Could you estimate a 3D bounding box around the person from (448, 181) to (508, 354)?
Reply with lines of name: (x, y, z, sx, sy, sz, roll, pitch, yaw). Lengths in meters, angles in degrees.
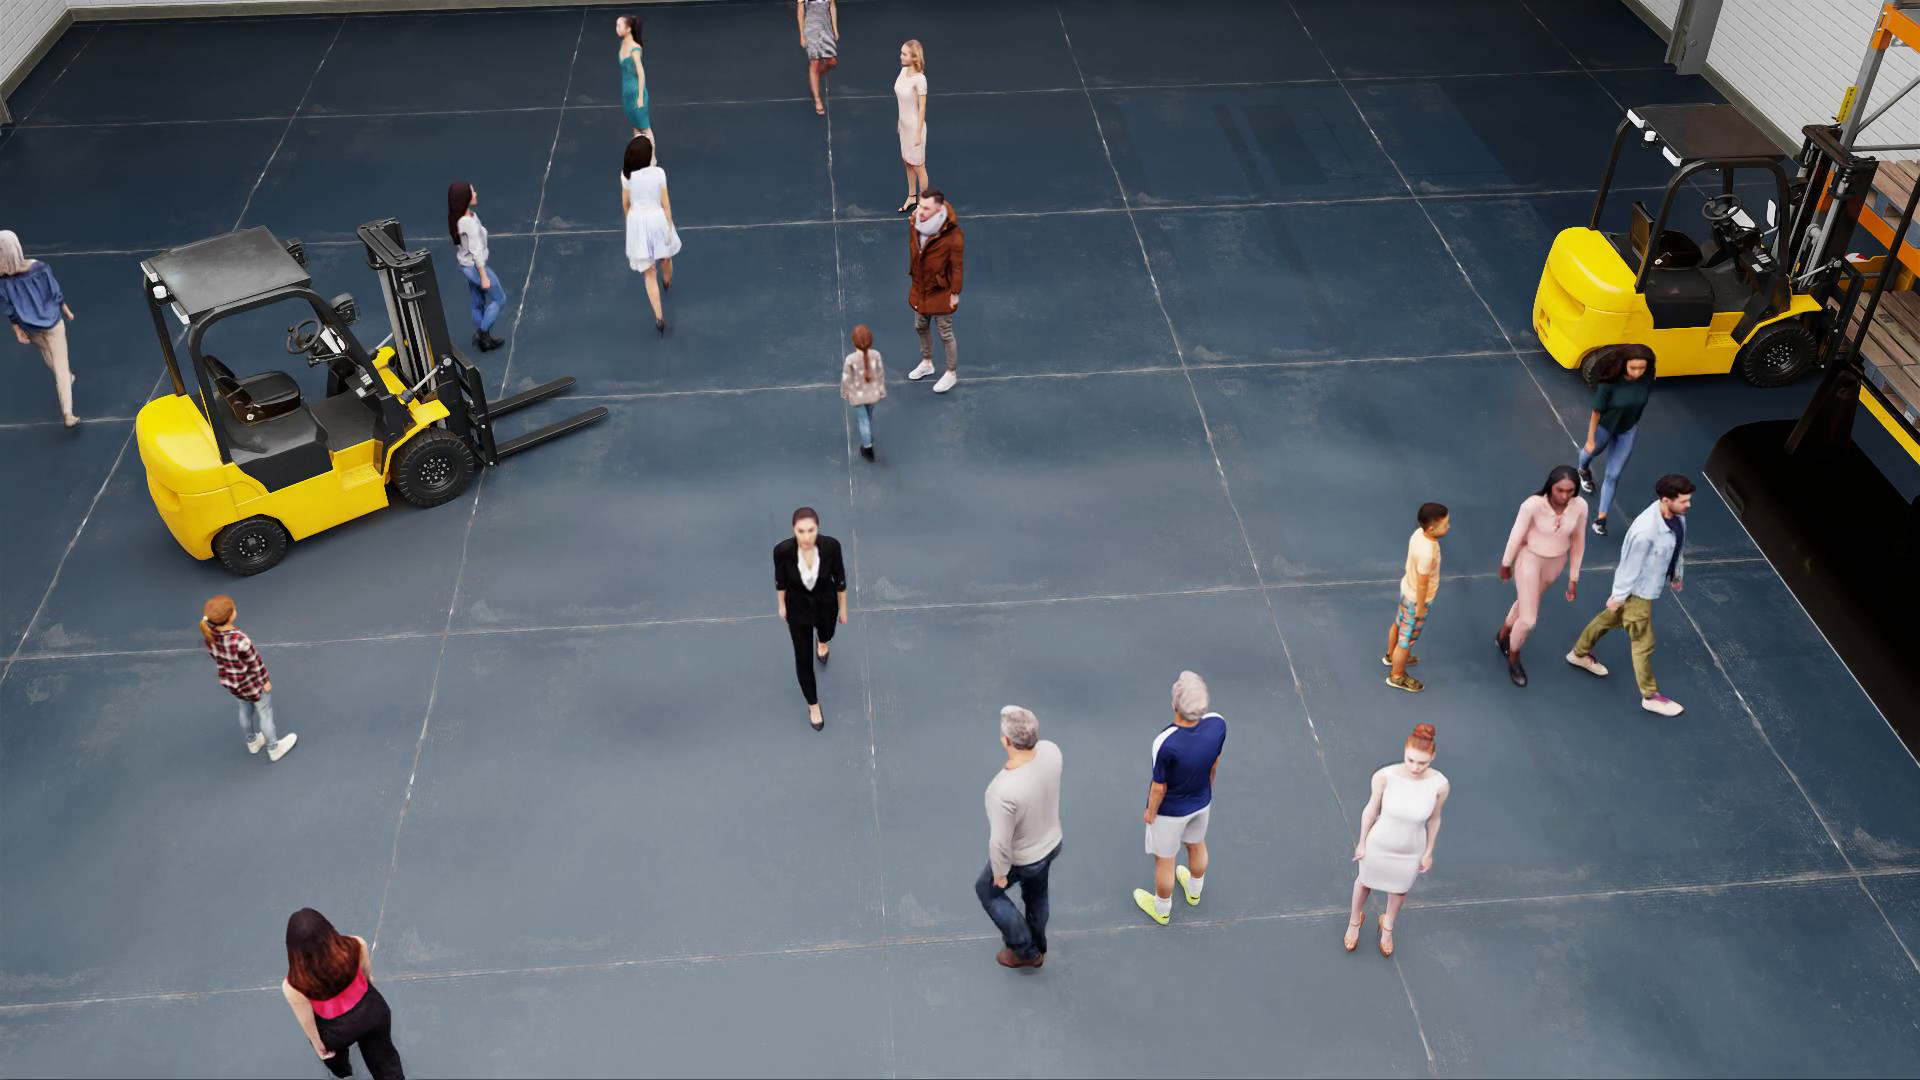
person: (-4.253, -2.313, 14.353, 0.785, 1.625, 0.694, -24, 45, -27)

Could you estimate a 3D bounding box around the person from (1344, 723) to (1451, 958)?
person: (2.414, 1.689, 9.208, 0.629, 1.793, 0.579, 7, 39, 9)

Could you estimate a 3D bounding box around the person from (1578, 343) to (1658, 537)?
person: (4.941, -0.882, 12.622, 0.708, 1.549, 1.179, 0, 39, 0)

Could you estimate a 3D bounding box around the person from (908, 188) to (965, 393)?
person: (-0.207, -2.110, 13.929, 0.837, 1.836, 0.890, 25, 45, 28)

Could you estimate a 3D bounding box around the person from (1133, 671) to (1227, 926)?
person: (1.257, 1.471, 9.444, 0.712, 1.838, 0.702, -21, 43, -24)

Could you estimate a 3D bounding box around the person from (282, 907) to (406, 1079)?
person: (-3.030, 2.481, 8.367, 0.961, 1.604, 1.167, -25, 45, -28)

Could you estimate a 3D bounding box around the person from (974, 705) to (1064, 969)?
person: (0.428, 1.713, 9.102, 0.910, 1.886, 0.859, 29, 47, 31)

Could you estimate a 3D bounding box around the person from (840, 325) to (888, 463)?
person: (-0.747, -1.143, 13.248, 0.631, 1.175, 0.809, -14, 41, -17)

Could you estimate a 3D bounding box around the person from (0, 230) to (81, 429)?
person: (-7.477, -1.696, 13.556, 0.717, 1.654, 1.187, -8, 39, -10)

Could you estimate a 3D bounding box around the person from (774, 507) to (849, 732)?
person: (-0.969, 0.397, 10.960, 0.672, 1.624, 1.080, -7, 39, -9)

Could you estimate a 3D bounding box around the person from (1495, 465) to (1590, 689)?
person: (3.867, 0.137, 11.227, 0.646, 1.698, 0.791, -6, 39, -8)

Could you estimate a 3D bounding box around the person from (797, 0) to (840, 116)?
person: (-1.598, -5.603, 18.325, 0.757, 1.808, 0.836, -17, 42, -20)

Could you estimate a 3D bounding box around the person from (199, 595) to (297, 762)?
person: (-4.575, 0.879, 10.613, 0.610, 1.304, 0.645, 17, 42, 21)

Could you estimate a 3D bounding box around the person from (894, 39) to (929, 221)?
person: (-0.454, -4.029, 16.337, 0.703, 1.831, 0.580, -21, 43, -24)

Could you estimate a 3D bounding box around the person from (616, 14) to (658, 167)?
person: (-3.350, -4.595, 17.161, 0.689, 1.685, 0.571, -23, 44, -26)

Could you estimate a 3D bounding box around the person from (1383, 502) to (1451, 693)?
person: (3.055, 0.351, 11.149, 0.627, 1.461, 0.484, 5, 39, 6)

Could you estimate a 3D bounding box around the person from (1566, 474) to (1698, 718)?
person: (4.410, 0.266, 11.001, 1.207, 1.777, 1.123, 29, 47, 32)

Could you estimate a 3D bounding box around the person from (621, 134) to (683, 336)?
person: (-2.730, -2.641, 14.644, 0.730, 1.775, 1.156, -7, 39, -9)
